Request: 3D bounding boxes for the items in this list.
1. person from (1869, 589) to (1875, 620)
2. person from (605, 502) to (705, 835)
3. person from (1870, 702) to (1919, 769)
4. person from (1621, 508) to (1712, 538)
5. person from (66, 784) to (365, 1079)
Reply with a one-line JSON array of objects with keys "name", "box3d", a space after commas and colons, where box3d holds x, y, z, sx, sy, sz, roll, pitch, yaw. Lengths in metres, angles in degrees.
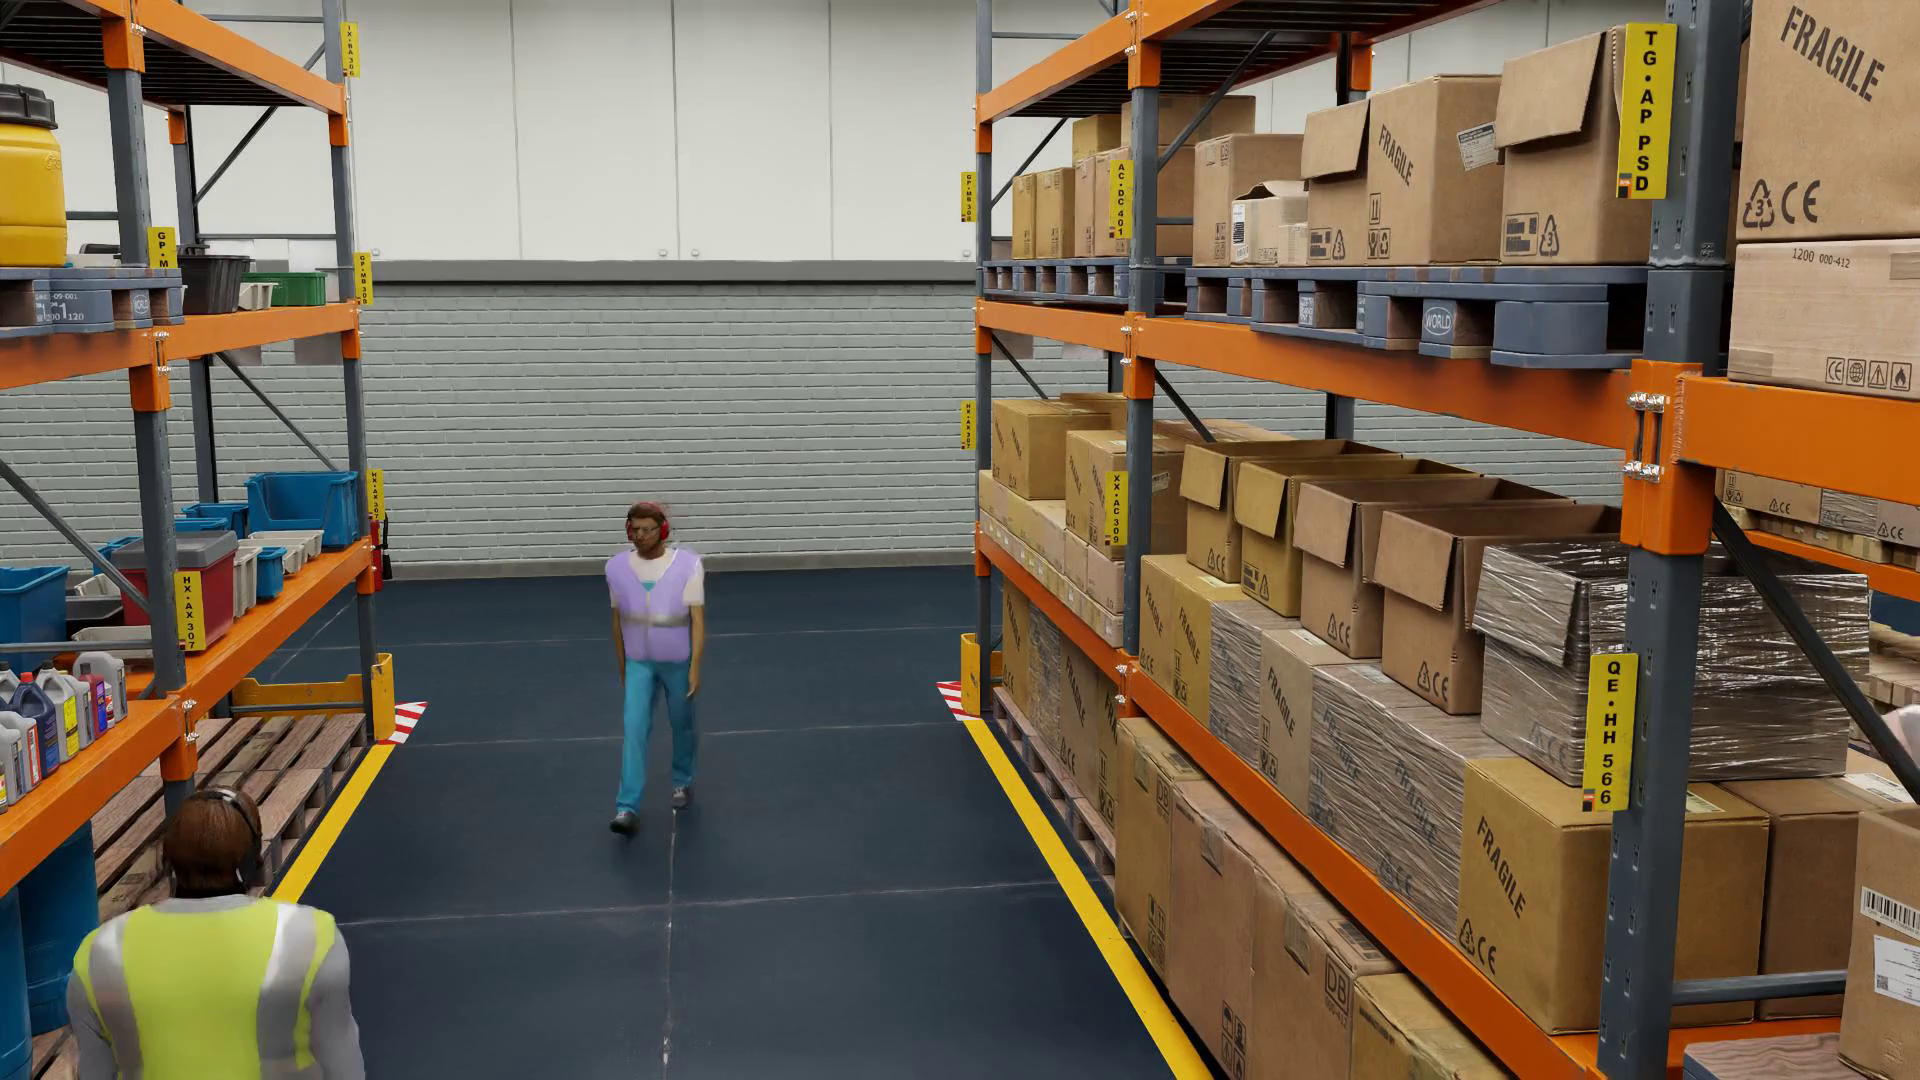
[{"name": "person", "box3d": [6.193, 0.246, 11.550, 0.514, 1.860, 0.325, -4, 10, -25]}, {"name": "person", "box3d": [-1.668, 0.683, 9.079, 0.571, 1.782, 1.004, 1, 9, 4]}, {"name": "person", "box3d": [3.447, 1.209, 5.742, 0.638, 1.823, 0.722, 0, 9, 1]}, {"name": "person", "box3d": [4.124, 0.461, 9.903, 0.734, 1.957, 0.511, 3, 10, 17]}, {"name": "person", "box3d": [-1.752, 1.493, 3.966, 0.633, 1.823, 0.600, -1, 9, -8]}]
